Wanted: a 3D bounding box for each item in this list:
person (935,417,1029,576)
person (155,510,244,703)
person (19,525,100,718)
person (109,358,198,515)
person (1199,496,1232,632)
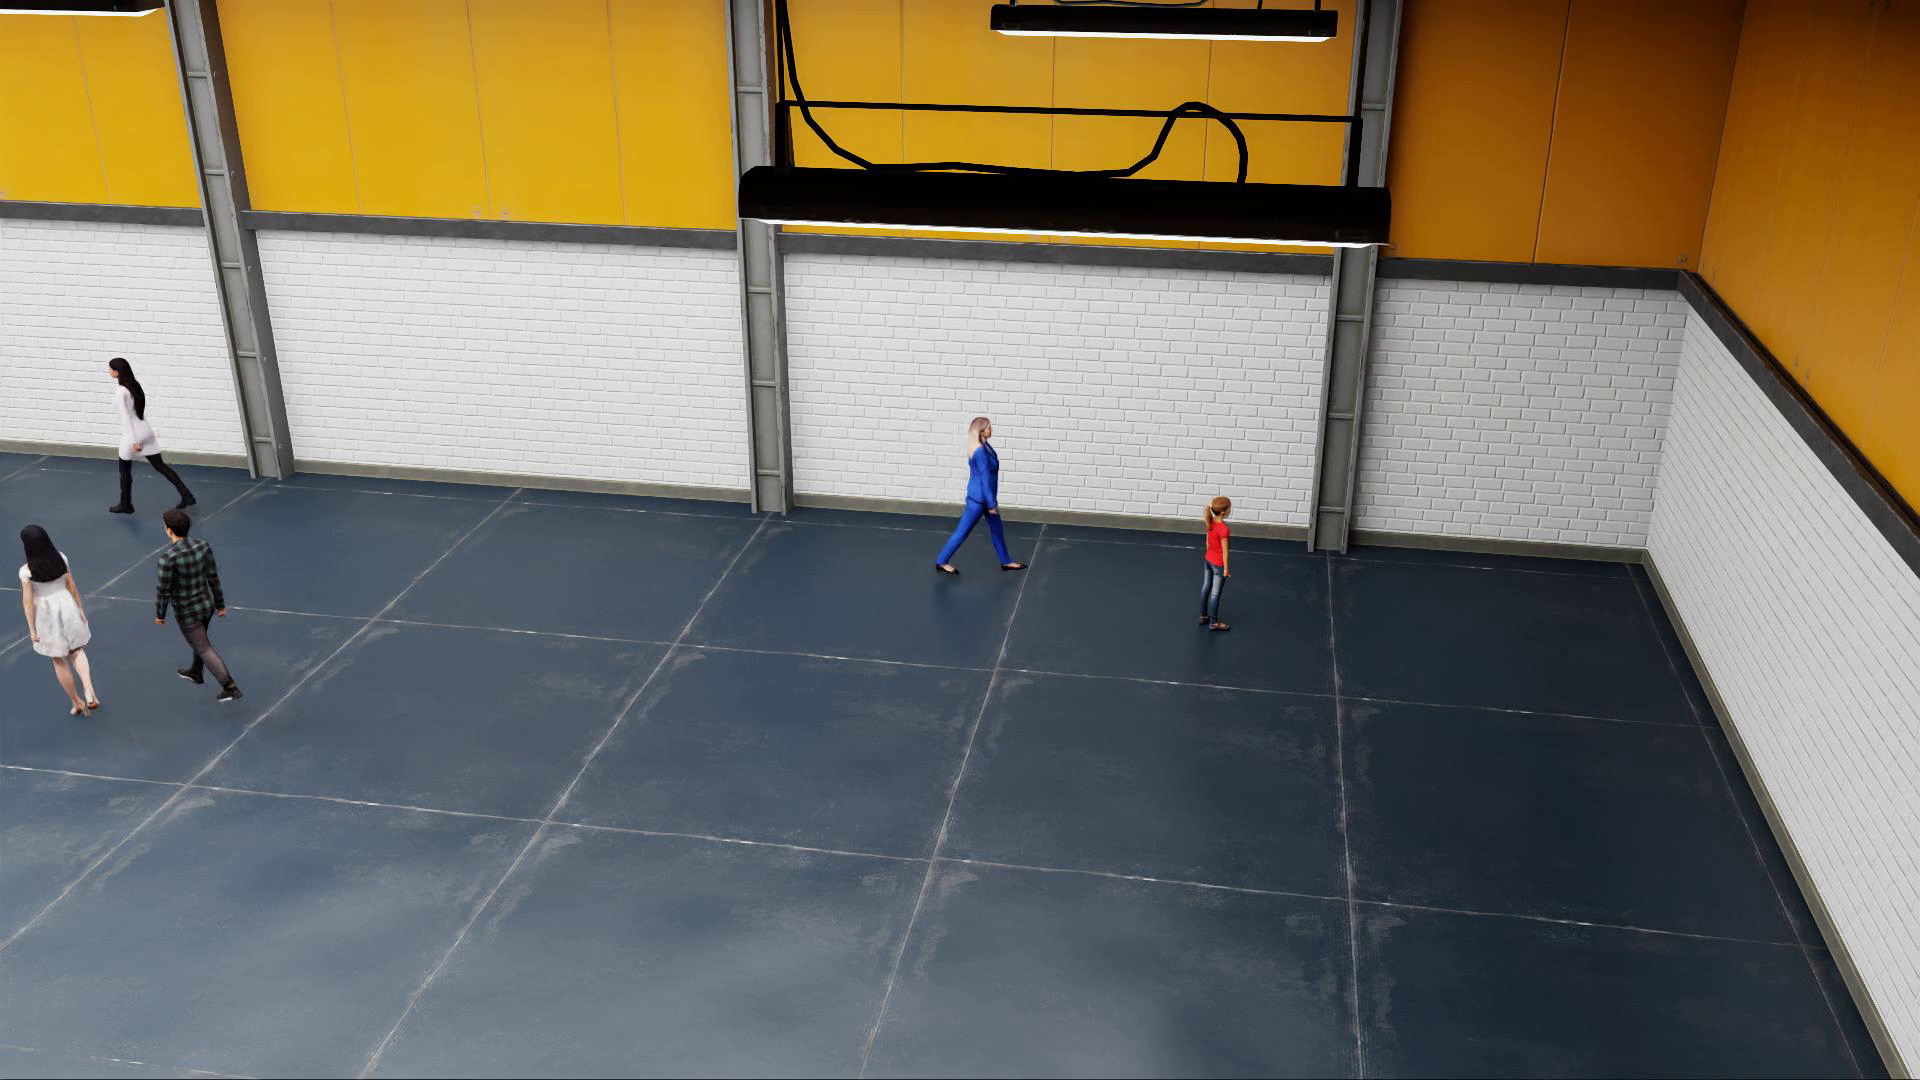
[{"bbox_3d":[0.094,-0.383,16.380,1.205,1.652,0.781,0,24,0],"label":"person"},{"bbox_3d":[-6.326,0.578,13.838,1.147,1.677,0.830,10,25,21],"label":"person"},{"bbox_3d":[-7.383,0.721,13.719,0.934,1.760,0.833,18,29,35],"label":"person"},{"bbox_3d":[-8.721,-1.084,17.840,1.172,1.767,0.632,3,24,6],"label":"person"},{"bbox_3d":[2.377,0.203,15.466,0.600,1.310,0.563,-9,25,-20],"label":"person"}]
